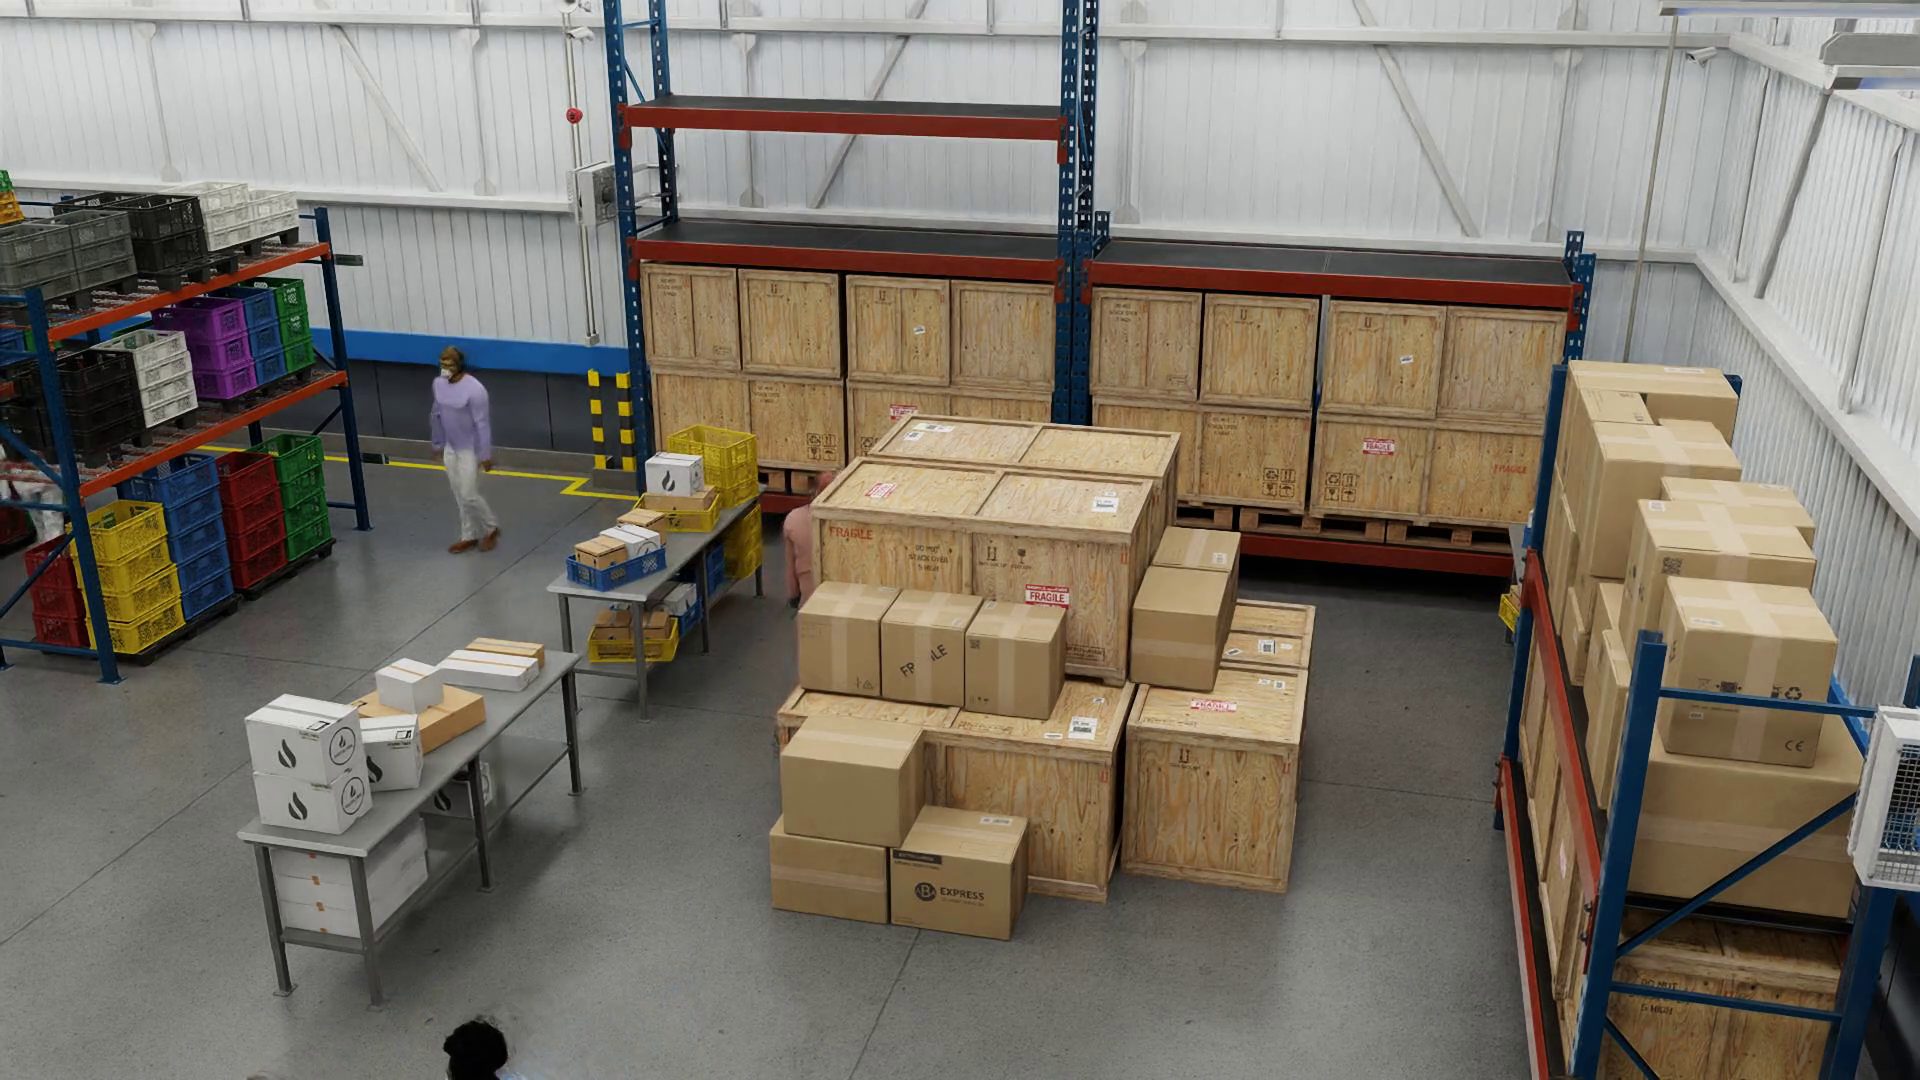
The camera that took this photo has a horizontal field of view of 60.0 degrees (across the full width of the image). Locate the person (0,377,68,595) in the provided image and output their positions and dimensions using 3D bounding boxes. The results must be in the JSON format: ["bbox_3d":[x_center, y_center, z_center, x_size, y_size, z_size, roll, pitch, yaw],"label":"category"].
[{"bbox_3d":[-7.796,-0.452,14.061,0.574,1.826,1.004,-8,22,-19],"label":"person"}]

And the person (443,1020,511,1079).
[{"bbox_3d":[-1.772,2.565,6.331,0.563,1.667,0.764,11,23,26],"label":"person"}]

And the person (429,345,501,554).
[{"bbox_3d":[-4.438,-0.802,14.814,0.664,1.928,0.411,15,26,35],"label":"person"}]

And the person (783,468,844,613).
[{"bbox_3d":[-0.901,0.379,11.772,0.669,1.879,0.443,7,22,17],"label":"person"}]

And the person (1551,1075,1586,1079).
[{"bbox_3d":[2.024,2.662,5.859,0.430,1.845,0.619,-14,25,-33],"label":"person"}]
